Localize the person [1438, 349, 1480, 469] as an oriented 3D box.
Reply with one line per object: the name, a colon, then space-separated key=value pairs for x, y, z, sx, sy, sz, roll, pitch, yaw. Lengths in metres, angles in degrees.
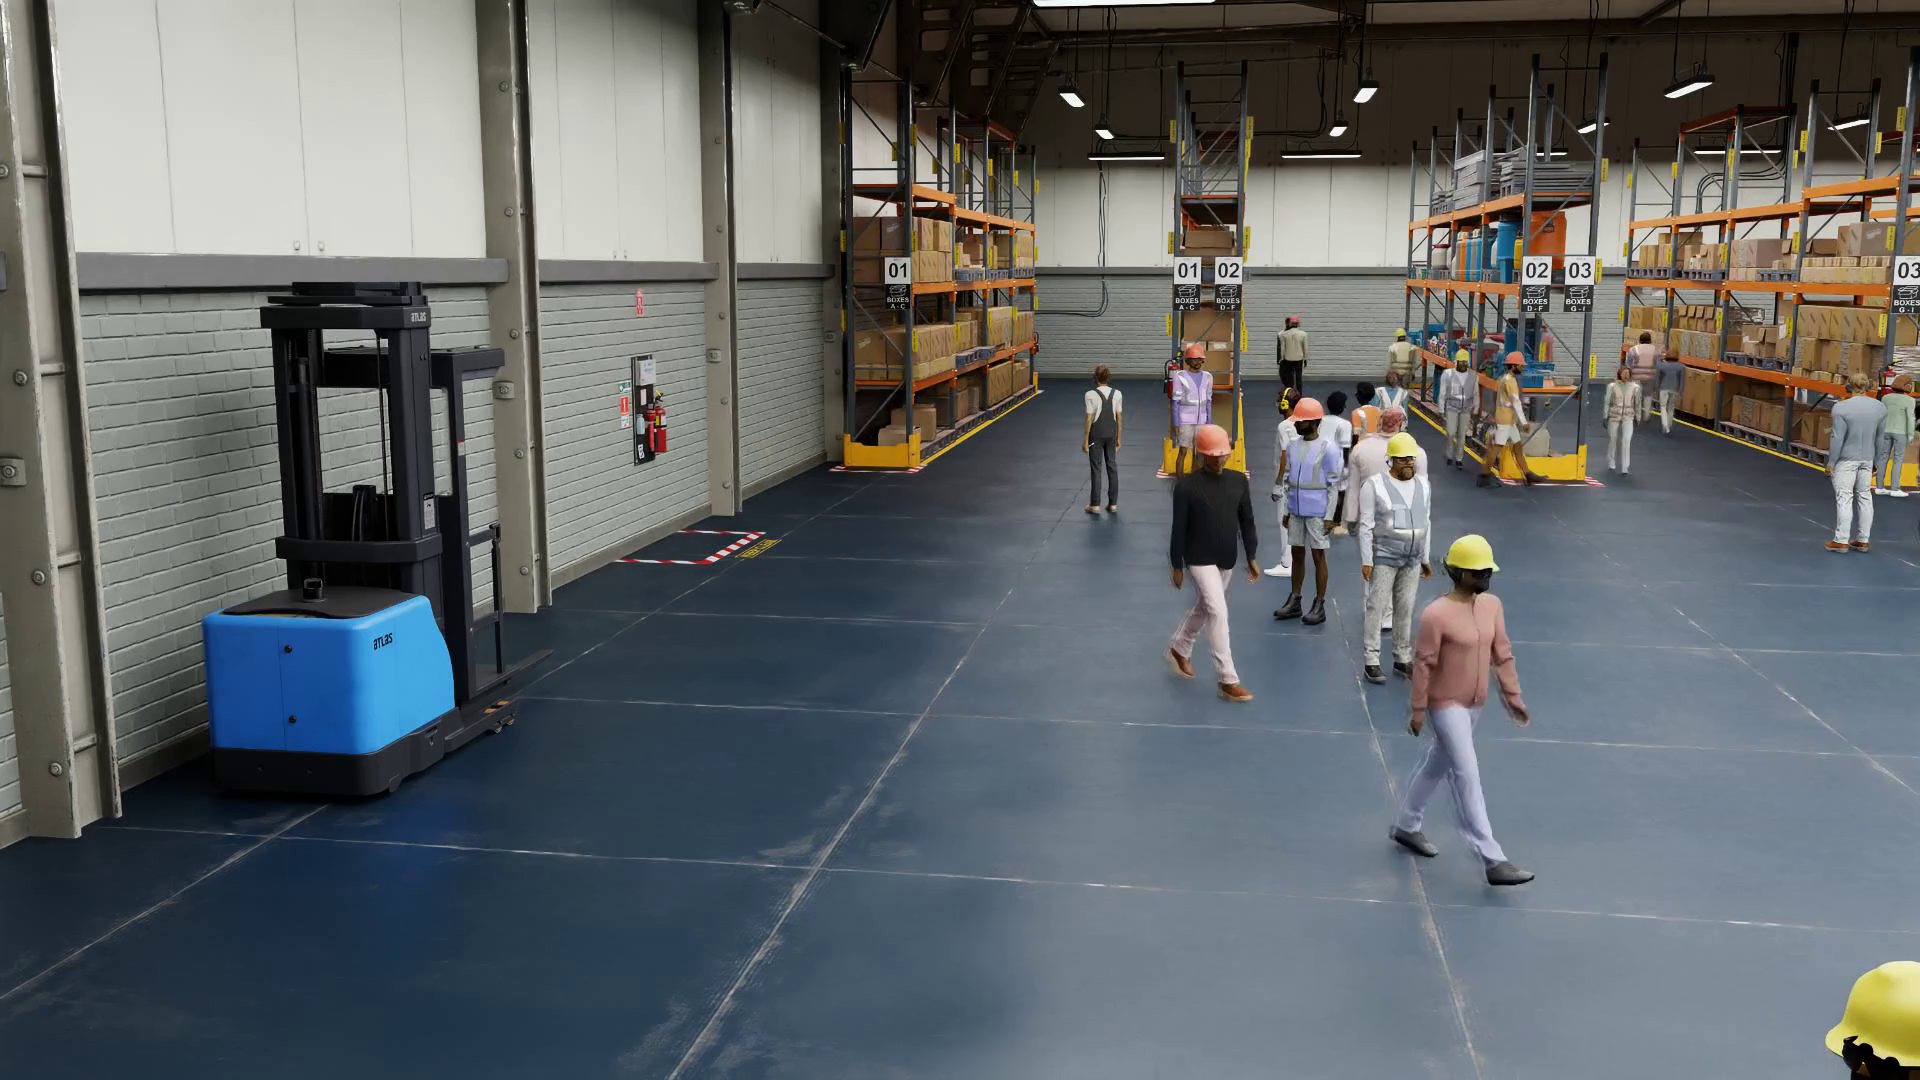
person: x=7.595 y=-1.981 z=25.251 sx=0.619 sy=1.819 sz=0.497 roll=0 pitch=9 yaw=0

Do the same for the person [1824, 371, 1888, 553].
person: x=9.584 y=-0.834 z=17.830 sx=0.635 sy=1.934 sz=0.350 roll=-2 pitch=9 yaw=-10

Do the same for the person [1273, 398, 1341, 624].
person: x=2.979 y=-0.255 z=14.265 sx=0.375 sy=1.934 sz=0.547 roll=-7 pitch=12 yaw=-39

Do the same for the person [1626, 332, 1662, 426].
person: x=13.305 y=-3.149 z=32.487 sx=0.630 sy=1.821 sz=0.700 roll=2 pitch=9 yaw=10

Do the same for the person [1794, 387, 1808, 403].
person: x=17.528 y=-3.553 z=34.756 sx=0.585 sy=1.882 sz=0.337 roll=-2 pitch=9 yaw=-13

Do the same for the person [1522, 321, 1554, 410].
person: x=12.587 y=-3.797 z=36.116 sx=0.656 sy=1.930 sz=1.055 roll=8 pitch=12 yaw=42

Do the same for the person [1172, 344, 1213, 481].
person: x=3.109 y=-1.588 z=22.150 sx=0.608 sy=2.044 sz=0.370 roll=-4 pitch=10 yaw=-24

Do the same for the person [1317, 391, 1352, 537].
person: x=4.133 y=-0.843 z=18.744 sx=0.725 sy=1.672 sz=0.541 roll=-8 pitch=12 yaw=-42

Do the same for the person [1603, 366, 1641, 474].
person: x=9.916 y=-1.820 z=24.963 sx=0.525 sy=1.598 sz=0.877 roll=2 pitch=9 yaw=14

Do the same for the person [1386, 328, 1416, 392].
person: x=9.198 y=-3.519 z=34.756 sx=0.608 sy=1.812 sz=0.428 roll=1 pitch=9 yaw=5

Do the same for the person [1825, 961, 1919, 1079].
person: x=1.723 y=1.635 z=3.127 sx=0.314 sy=1.769 sz=0.523 roll=-3 pitch=10 yaw=-19

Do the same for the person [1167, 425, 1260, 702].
person: x=1.771 y=0.115 z=11.978 sx=0.606 sy=1.941 sz=1.037 roll=-5 pitch=11 yaw=-29

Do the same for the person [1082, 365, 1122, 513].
person: x=1.775 y=-1.260 z=20.739 sx=0.516 sy=1.843 sz=0.325 roll=-3 pitch=10 yaw=-21

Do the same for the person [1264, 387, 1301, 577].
person: x=3.234 y=-0.581 z=16.473 sx=0.315 sy=1.869 sz=0.534 roll=7 pitch=11 yaw=36

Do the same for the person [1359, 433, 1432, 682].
person: x=3.220 y=0.122 z=12.249 sx=0.588 sy=1.834 sz=0.403 roll=-3 pitch=10 yaw=-18

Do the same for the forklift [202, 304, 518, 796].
forklift: x=-3.673 y=-0.038 z=10.147 sx=1.129 sy=2.768 sz=1.873 roll=1 pitch=9 yaw=9

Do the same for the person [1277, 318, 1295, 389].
person: x=7.842 y=-4.338 z=39.642 sx=0.600 sy=1.874 sz=0.473 roll=5 pitch=10 yaw=28

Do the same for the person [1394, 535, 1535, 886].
person: x=2.523 y=0.822 z=8.297 sx=0.523 sy=1.716 sz=0.927 roll=-7 pitch=11 yaw=-36

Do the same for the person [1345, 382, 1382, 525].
person: x=4.806 y=-1.034 z=19.799 sx=0.530 sy=1.697 sz=0.321 roll=-8 pitch=12 yaw=-40

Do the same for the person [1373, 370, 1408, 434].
person: x=6.155 y=-1.636 z=23.850 sx=0.515 sy=1.593 sz=0.875 roll=1 pitch=9 yaw=8

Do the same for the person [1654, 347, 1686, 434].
person: x=13.074 y=-2.749 z=30.644 sx=0.508 sy=1.607 sz=0.695 roll=3 pitch=10 yaw=17

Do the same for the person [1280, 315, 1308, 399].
person: x=7.684 y=-4.175 z=38.261 sx=0.622 sy=1.990 sz=0.400 roll=2 pitch=9 yaw=12

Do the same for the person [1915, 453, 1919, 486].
person: x=10.388 y=-0.767 z=17.427 sx=0.676 sy=1.933 sz=0.641 roll=4 pitch=10 yaw=23

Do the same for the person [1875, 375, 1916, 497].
person: x=12.550 y=-1.404 z=22.297 sx=0.272 sy=1.627 sz=0.502 roll=-4 pitch=10 yaw=-23

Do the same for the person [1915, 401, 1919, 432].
person: x=17.029 y=-2.719 z=29.663 sx=0.559 sy=1.896 sz=0.698 roll=8 pitch=12 yaw=41

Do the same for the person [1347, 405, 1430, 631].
person: x=3.643 y=-0.197 z=14.049 sx=0.670 sy=1.886 sz=0.626 roll=5 pitch=11 yaw=31

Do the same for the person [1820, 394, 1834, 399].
person: x=20.761 y=-4.196 z=38.811 sx=1.039 sy=1.865 sz=0.588 roll=5 pitch=10 yaw=28

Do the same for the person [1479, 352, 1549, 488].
person: x=7.692 y=-1.650 z=22.992 sx=0.977 sy=1.886 sz=0.550 roll=3 pitch=10 yaw=16
